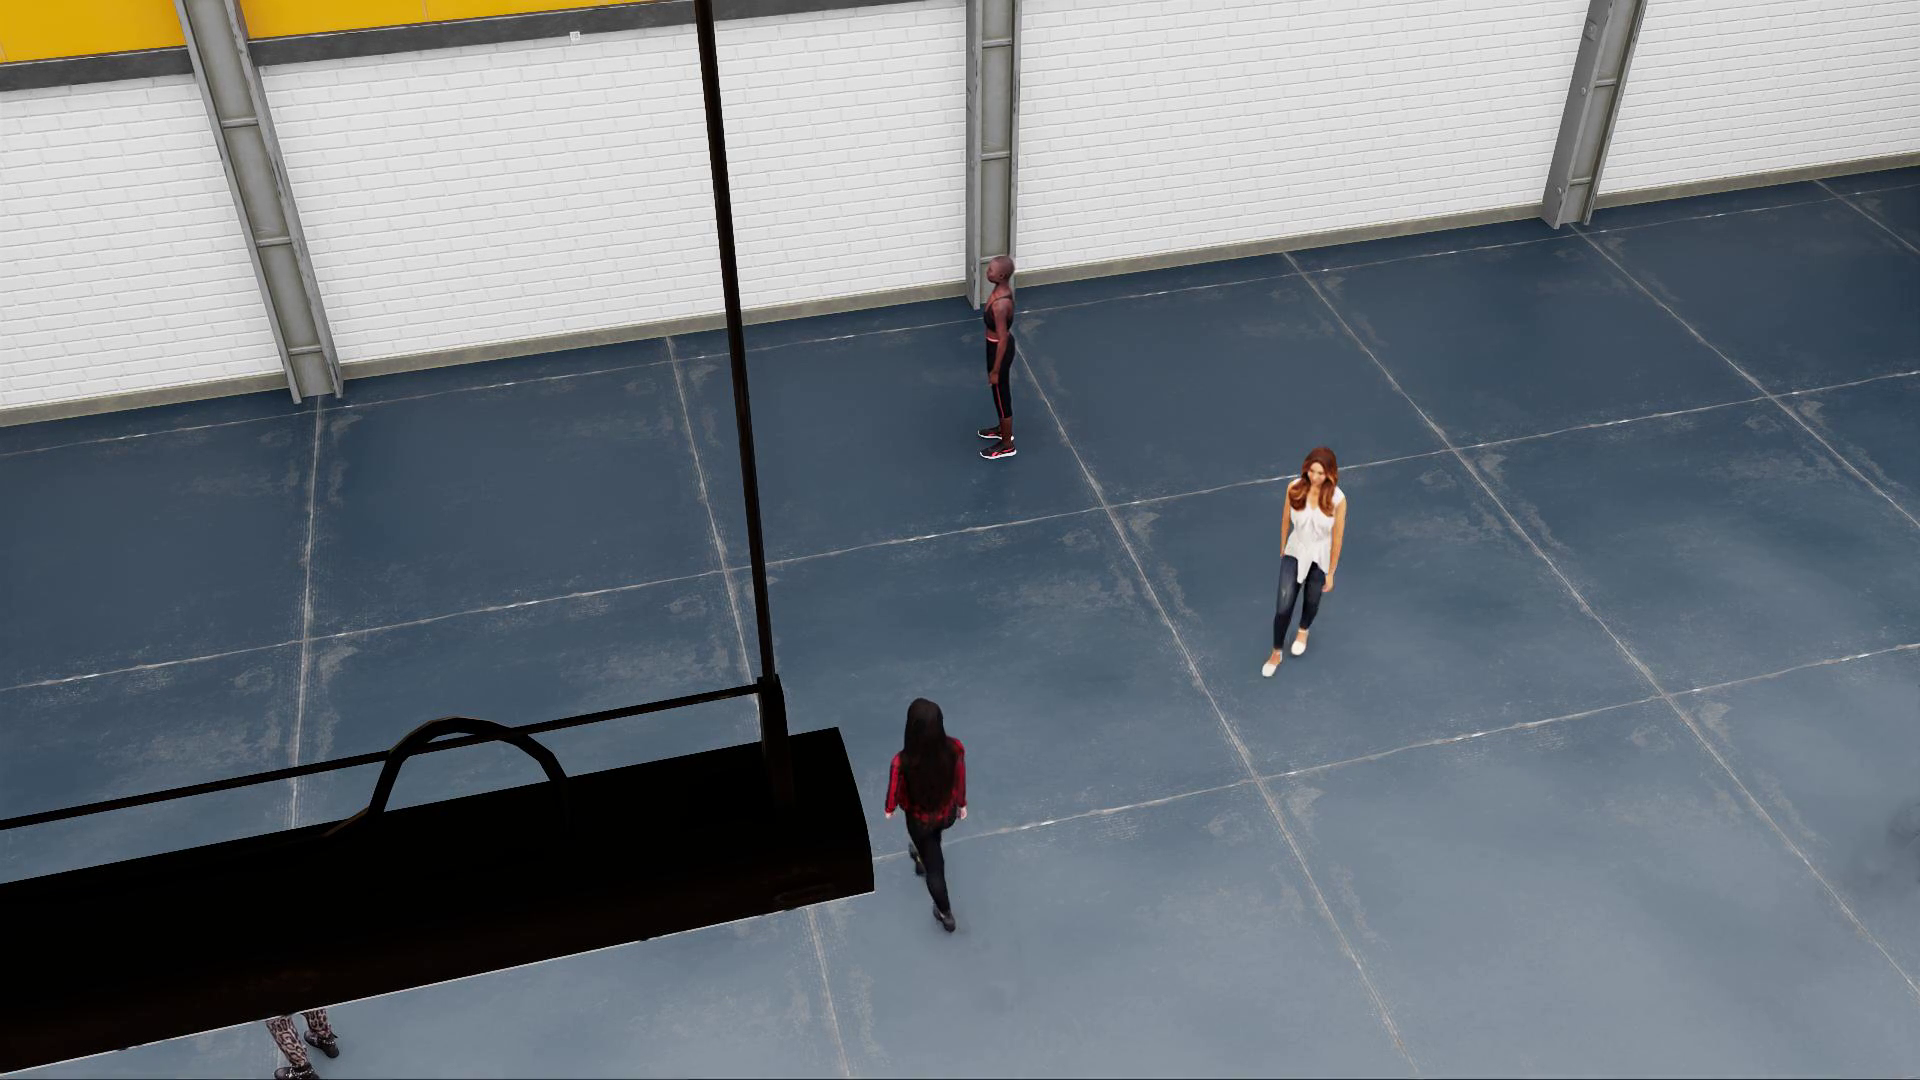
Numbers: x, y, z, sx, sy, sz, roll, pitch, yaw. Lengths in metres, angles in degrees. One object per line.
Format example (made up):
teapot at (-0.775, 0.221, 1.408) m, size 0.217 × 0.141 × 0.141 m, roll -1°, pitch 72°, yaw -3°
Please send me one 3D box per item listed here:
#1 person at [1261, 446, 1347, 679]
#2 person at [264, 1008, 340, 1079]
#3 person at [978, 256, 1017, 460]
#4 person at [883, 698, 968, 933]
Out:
person at (2.384, 0.069, 11.191) m, size 0.880 × 1.762 × 0.917 m, roll 15°, pitch 41°, yaw 18°
person at (-3.547, 2.201, 8.559) m, size 0.724 × 1.714 × 0.682 m, roll 13°, pitch 41°, yaw 16°
person at (0.324, -1.451, 13.097) m, size 0.611 × 1.758 × 0.643 m, roll 0°, pitch 39°, yaw 0°
person at (-0.121, 1.609, 9.366) m, size 0.893 × 1.632 × 0.780 m, roll -18°, pitch 42°, yaw -21°
